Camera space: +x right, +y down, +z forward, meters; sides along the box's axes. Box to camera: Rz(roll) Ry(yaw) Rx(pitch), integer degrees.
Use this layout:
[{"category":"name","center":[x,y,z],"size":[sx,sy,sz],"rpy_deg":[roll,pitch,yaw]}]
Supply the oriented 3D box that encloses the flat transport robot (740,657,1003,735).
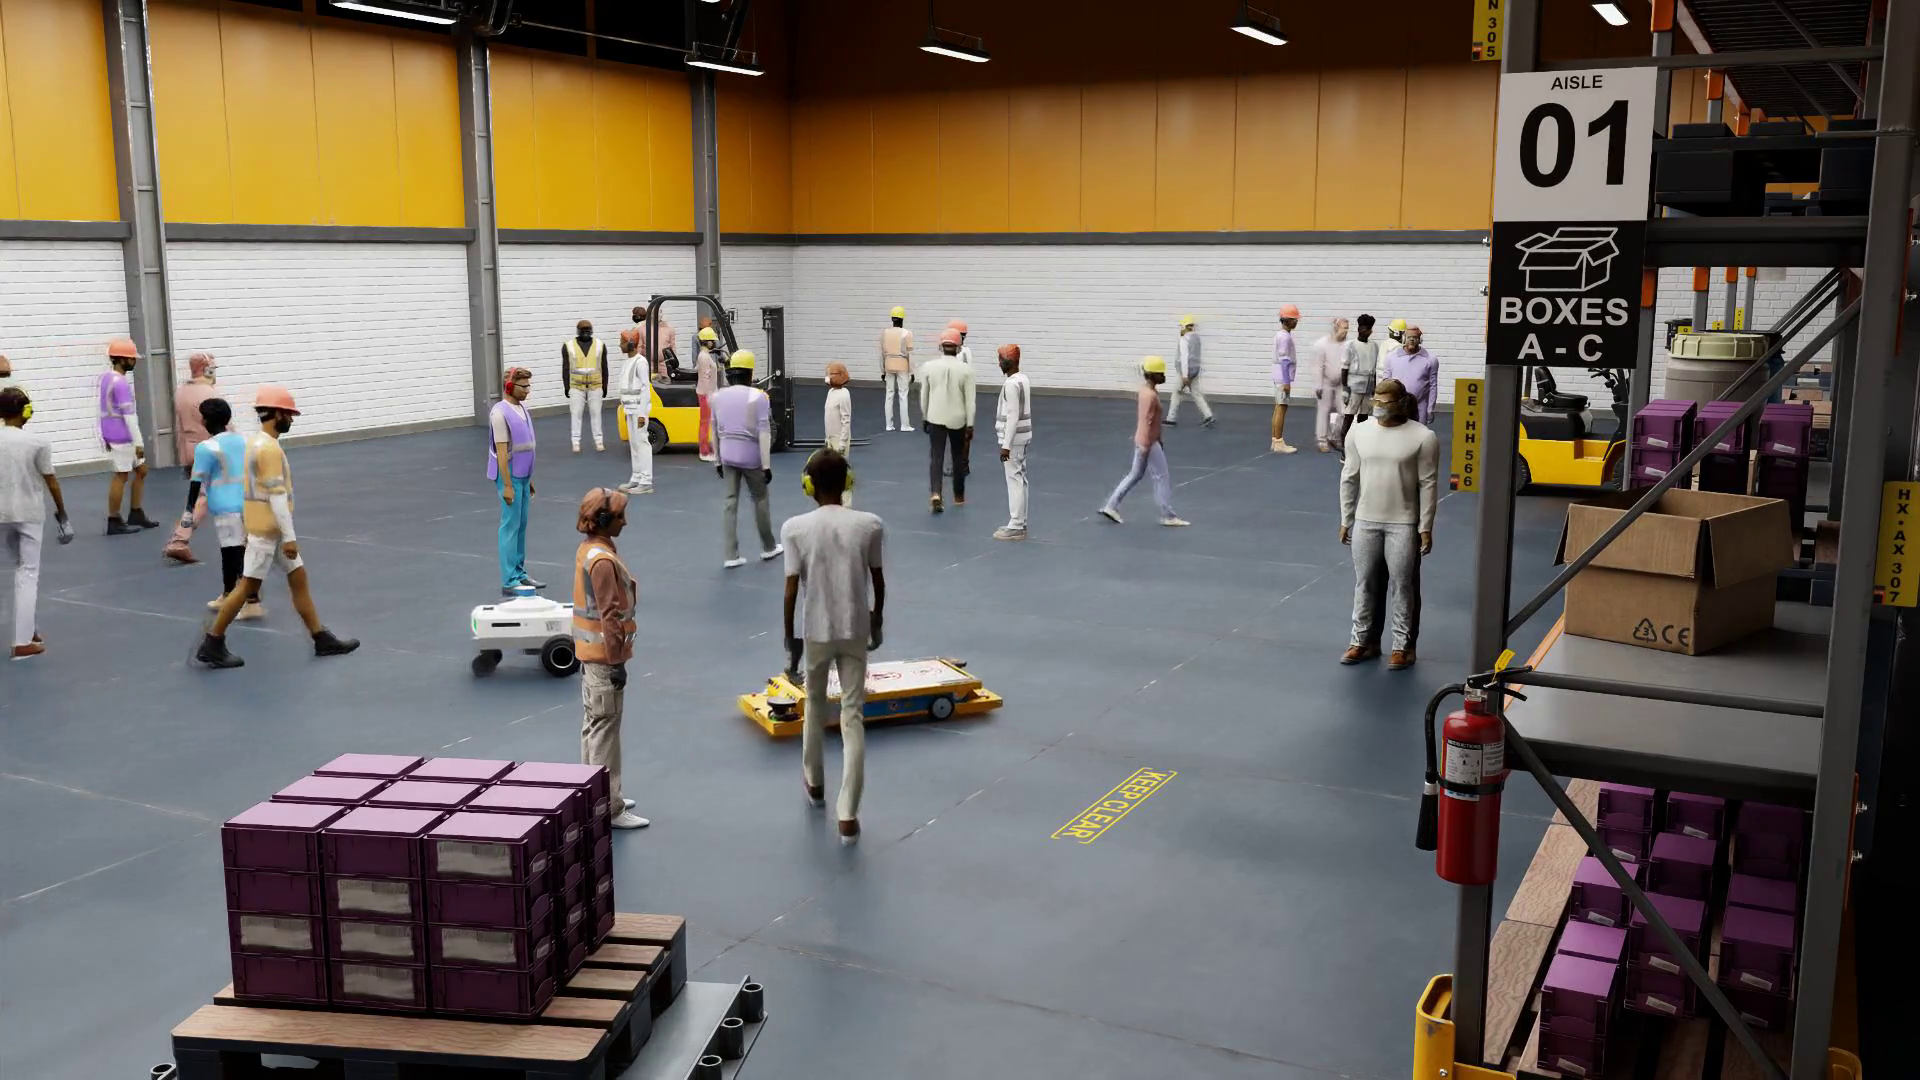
[{"category":"flat transport robot","center":[-0.527,0.913,9.907],"size":[1.431,0.197,0.652],"rpy_deg":[-4,11,-24]}]

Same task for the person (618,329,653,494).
[{"category":"person","center":[-3.711,-1.467,19.026],"size":[0.358,1.881,0.574],"rpy_deg":[-5,11,-28]}]

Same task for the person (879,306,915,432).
[{"category":"person","center":[-0.961,-2.621,25.576],"size":[0.588,1.927,0.370],"rpy_deg":[4,10,21]}]

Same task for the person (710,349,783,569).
[{"category":"person","center":[-1.861,-0.727,14.687],"size":[0.615,1.898,0.825],"rpy_deg":[4,10,20]}]

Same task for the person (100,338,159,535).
[{"category":"person","center":[-8.116,-1.012,16.284],"size":[0.654,1.912,0.587],"rpy_deg":[-8,12,-37]}]

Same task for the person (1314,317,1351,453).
[{"category":"person","center":[5.133,-2.125,22.853],"size":[0.656,1.880,0.462],"rpy_deg":[-3,10,-16]}]

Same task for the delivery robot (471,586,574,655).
[{"category":"delivery robot","center":[-2.836,0.546,10.937],"size":[0.707,0.478,0.477],"rpy_deg":[-1,10,-7]}]

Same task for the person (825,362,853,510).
[{"category":"person","center":[-1.272,-1.020,17.152],"size":[0.282,1.635,0.500],"rpy_deg":[-5,11,-25]}]

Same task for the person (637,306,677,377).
[{"category":"person","center":[-4.901,-2.834,26.867],"size":[0.653,1.907,0.408],"rpy_deg":[-2,10,-14]}]

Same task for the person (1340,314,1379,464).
[{"category":"person","center":[5.219,-1.968,21.702],"size":[0.603,1.958,0.382],"rpy_deg":[-5,11,-27]}]

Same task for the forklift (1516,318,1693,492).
[{"category":"forklift","center":[7.066,-1.601,18.899],"size":[2.313,2.155,1.214],"rpy_deg":[5,11,27]}]

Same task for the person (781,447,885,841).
[{"category":"person","center":[-0.608,0.466,8.043],"size":[0.508,1.814,0.945],"rpy_deg":[-1,10,-7]}]

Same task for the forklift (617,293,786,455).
[{"category":"forklift","center":[-3.588,-2.317,23.042],"size":[2.313,2.155,1.214],"rpy_deg":[-1,10,-5]}]

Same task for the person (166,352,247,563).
[{"category":"person","center":[-6.747,-0.745,14.902],"size":[0.635,1.869,0.974],"rpy_deg":[9,13,42]}]

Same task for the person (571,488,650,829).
[{"category":"person","center":[-1.700,0.564,7.980],"size":[0.308,1.638,0.511],"rpy_deg":[-4,11,-22]}]

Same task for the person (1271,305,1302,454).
[{"category":"person","center":[4.486,-2.208,22.878],"size":[0.391,2.034,0.605],"rpy_deg":[1,10,5]}]

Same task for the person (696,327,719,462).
[{"category":"person","center":[-3.327,-1.918,21.973],"size":[0.313,1.768,0.528],"rpy_deg":[-2,10,-10]}]

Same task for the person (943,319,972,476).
[{"category":"person","center":[-0.033,-1.749,20.499],"size":[0.360,1.938,0.545],"rpy_deg":[2,10,11]}]

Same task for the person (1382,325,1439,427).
[{"category":"person","center":[5.227,-1.544,19.392],"size":[0.641,1.913,0.408],"rpy_deg":[3,10,16]}]

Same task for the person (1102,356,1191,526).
[{"category":"person","center":[1.858,-0.995,16.736],"size":[0.871,1.731,0.527],"rpy_deg":[0,10,0]}]

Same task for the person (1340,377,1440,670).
[{"category":"person","center":[2.823,-0.110,11.013],"size":[0.635,1.936,0.350],"rpy_deg":[5,11,29]}]

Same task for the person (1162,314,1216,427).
[{"category":"person","center":[3.627,-2.666,26.224],"size":[0.878,1.792,0.592],"rpy_deg":[7,12,35]}]

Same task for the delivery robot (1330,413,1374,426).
[{"category":"delivery robot","center":[5.650,-1.703,23.958],"size":[0.477,0.478,0.707],"rpy_deg":[-4,11,-22]}]

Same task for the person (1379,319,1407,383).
[{"category":"person","center":[6.094,-2.187,23.370],"size":[0.404,1.822,0.587],"rpy_deg":[-1,10,-8]}]

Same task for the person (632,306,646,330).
[{"category":"person","center":[-5.416,-3.031,28.204],"size":[0.429,1.844,0.623],"rpy_deg":[2,10,11]}]

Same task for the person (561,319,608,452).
[{"category":"person","center":[-5.180,-2.128,23.005],"size":[0.631,1.836,0.430],"rpy_deg":[-3,10,-18]}]

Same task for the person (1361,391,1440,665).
[{"category":"person","center":[2.926,-0.083,11.141],"size":[0.504,1.840,0.345],"rpy_deg":[6,11,31]}]

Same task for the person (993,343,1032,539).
[{"category":"person","center":[0.507,-0.948,16.009],"size":[0.355,1.887,0.573],"rpy_deg":[2,10,13]}]

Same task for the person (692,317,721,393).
[{"category":"person","center":[-4.412,-3.058,28.952],"size":[0.504,1.632,0.270],"rpy_deg":[-1,10,-3]}]

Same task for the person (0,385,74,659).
[{"category":"person","center":[-6.377,-0.131,11.389],"size":[0.541,1.840,0.632],"rpy_deg":[0,10,1]}]

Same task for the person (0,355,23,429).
[{"category":"person","center":[-10.579,-1.226,18.400],"size":[0.302,1.616,0.554],"rpy_deg":[3,10,16]}]

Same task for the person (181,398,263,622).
[{"category":"person","center":[-5.528,-0.228,12.439],"size":[0.703,1.657,0.559],"rpy_deg":[2,10,14]}]

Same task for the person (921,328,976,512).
[{"category":"person","center":[-0.134,-1.290,17.803],"size":[0.611,1.959,0.948],"rpy_deg":[1,10,5]}]

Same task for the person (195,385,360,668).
[{"category":"person","center":[-4.647,-0.089,11.106],"size":[1.026,1.884,0.571],"rpy_deg":[-4,11,-23]}]

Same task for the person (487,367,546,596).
[{"category":"person","center":[-3.597,-0.476,13.412],"size":[0.390,1.840,0.565],"rpy_deg":[0,10,2]}]
